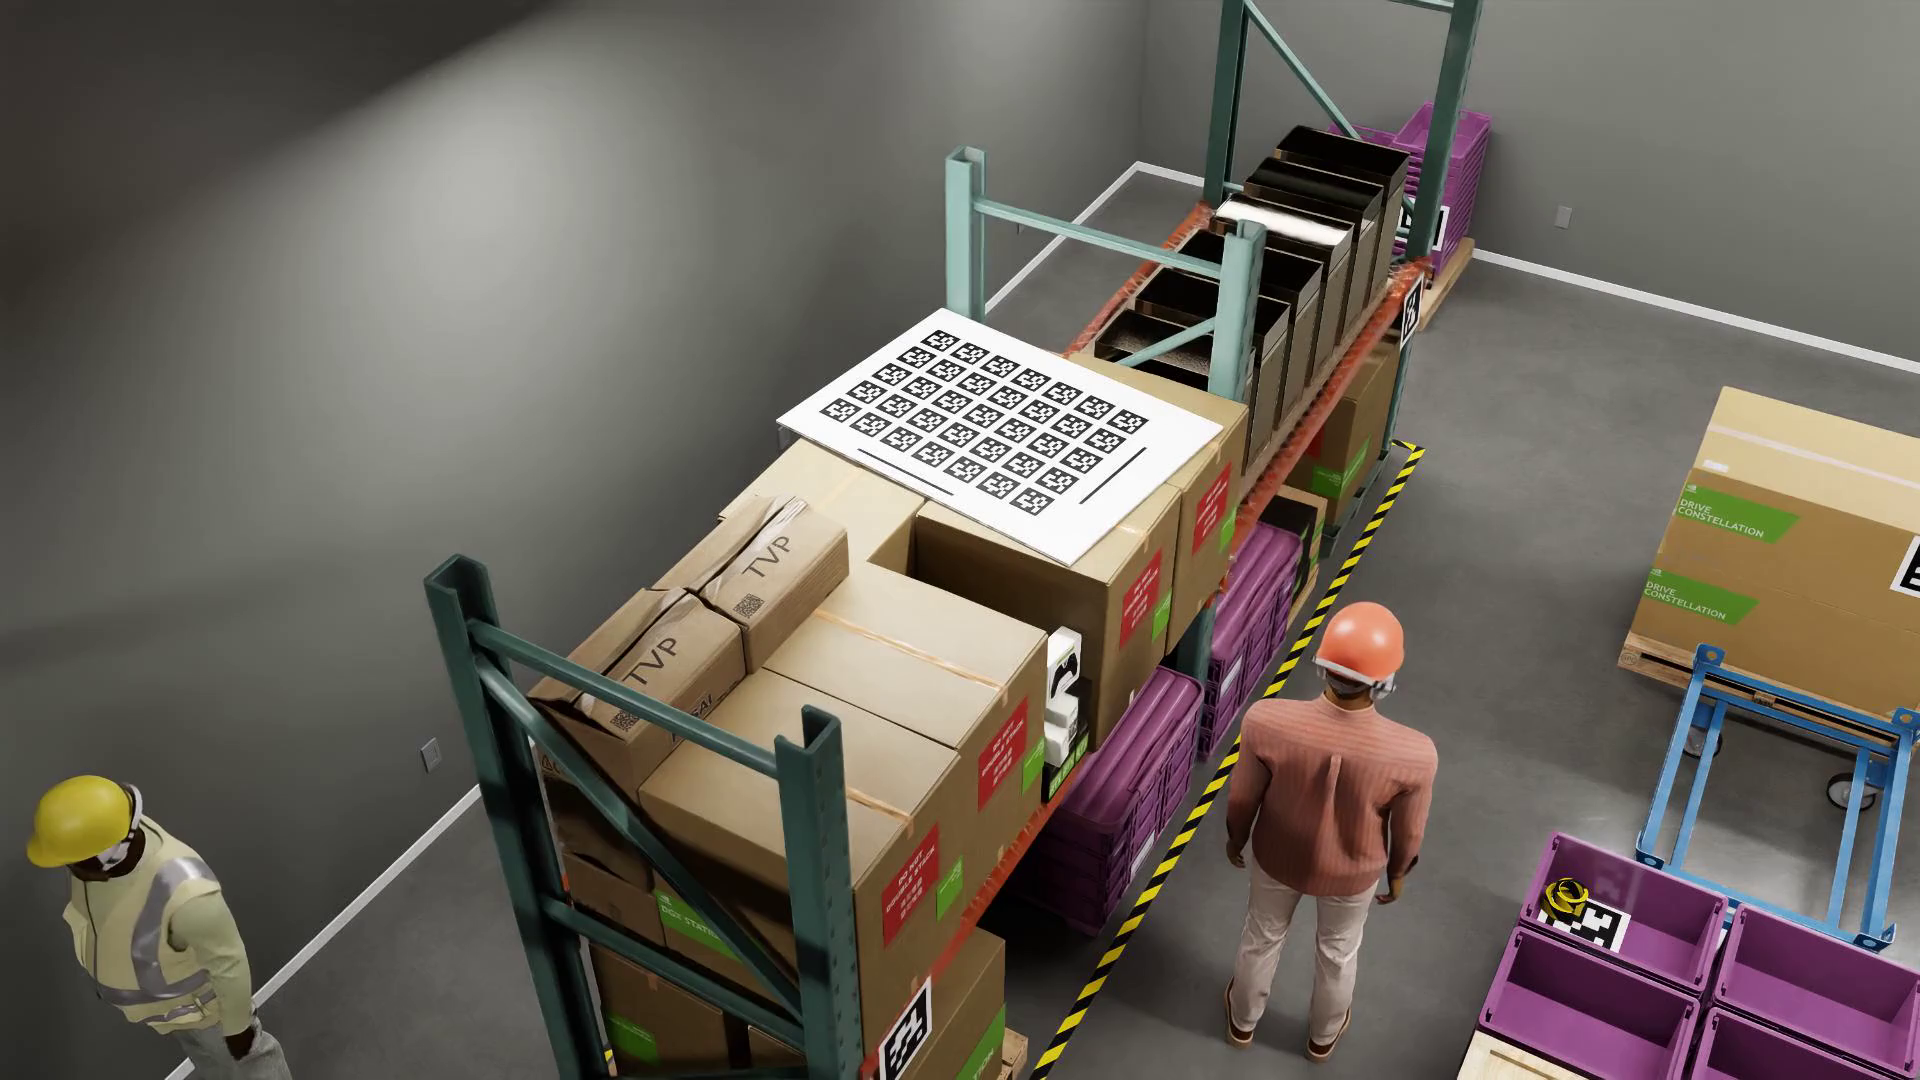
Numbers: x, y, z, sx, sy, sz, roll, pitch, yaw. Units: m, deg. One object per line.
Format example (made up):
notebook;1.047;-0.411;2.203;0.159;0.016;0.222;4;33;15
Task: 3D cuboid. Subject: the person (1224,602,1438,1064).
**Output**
person;1.159;0.993;5.377;0.615;1.986;0.389;10;41;12

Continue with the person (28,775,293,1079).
person;-2.391;1.347;5.079;0.587;1.826;0.404;23;45;25
